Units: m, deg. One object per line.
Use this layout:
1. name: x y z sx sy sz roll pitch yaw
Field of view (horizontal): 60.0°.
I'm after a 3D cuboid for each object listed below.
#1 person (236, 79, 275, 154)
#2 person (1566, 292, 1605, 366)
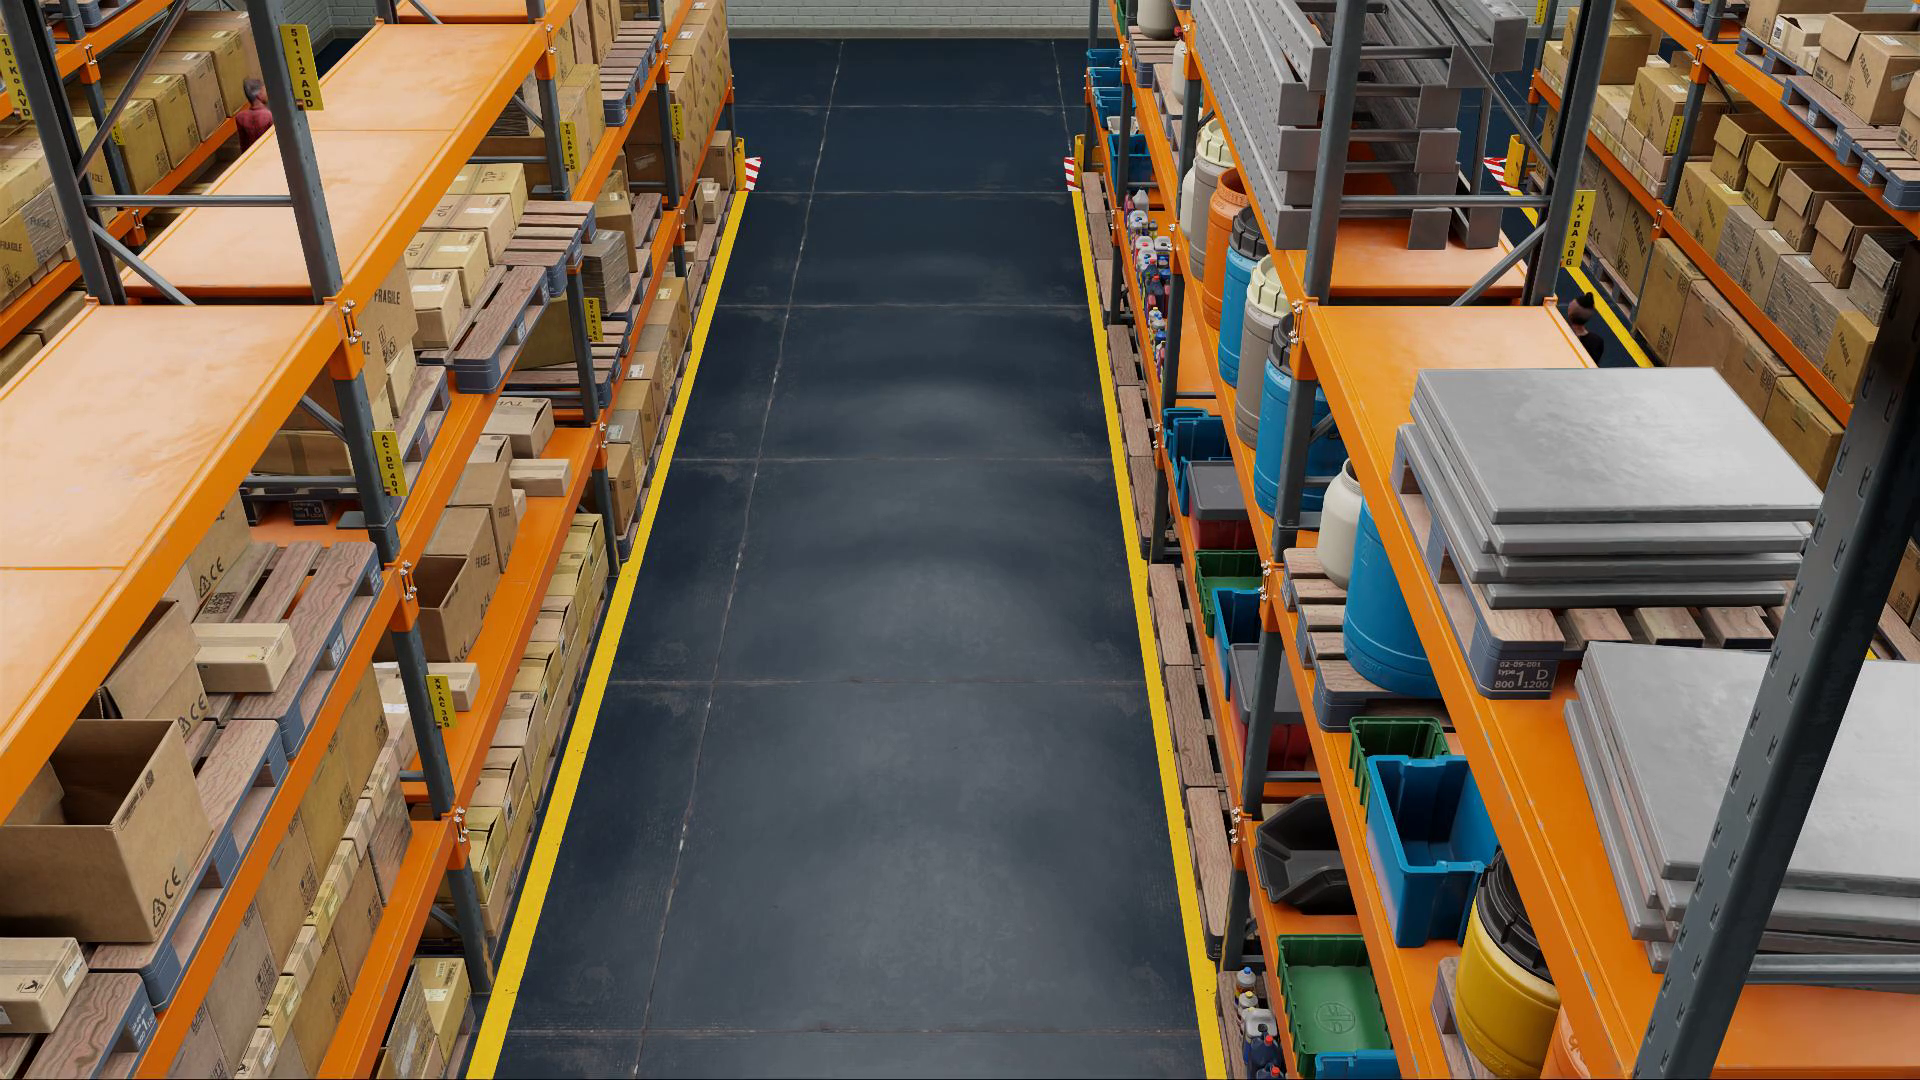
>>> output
1. person: -6.991 -3.767 16.902 0.744 1.829 0.657 8 34 13
2. person: 4.572 -1.016 12.651 0.808 1.851 0.923 -8 34 -11
